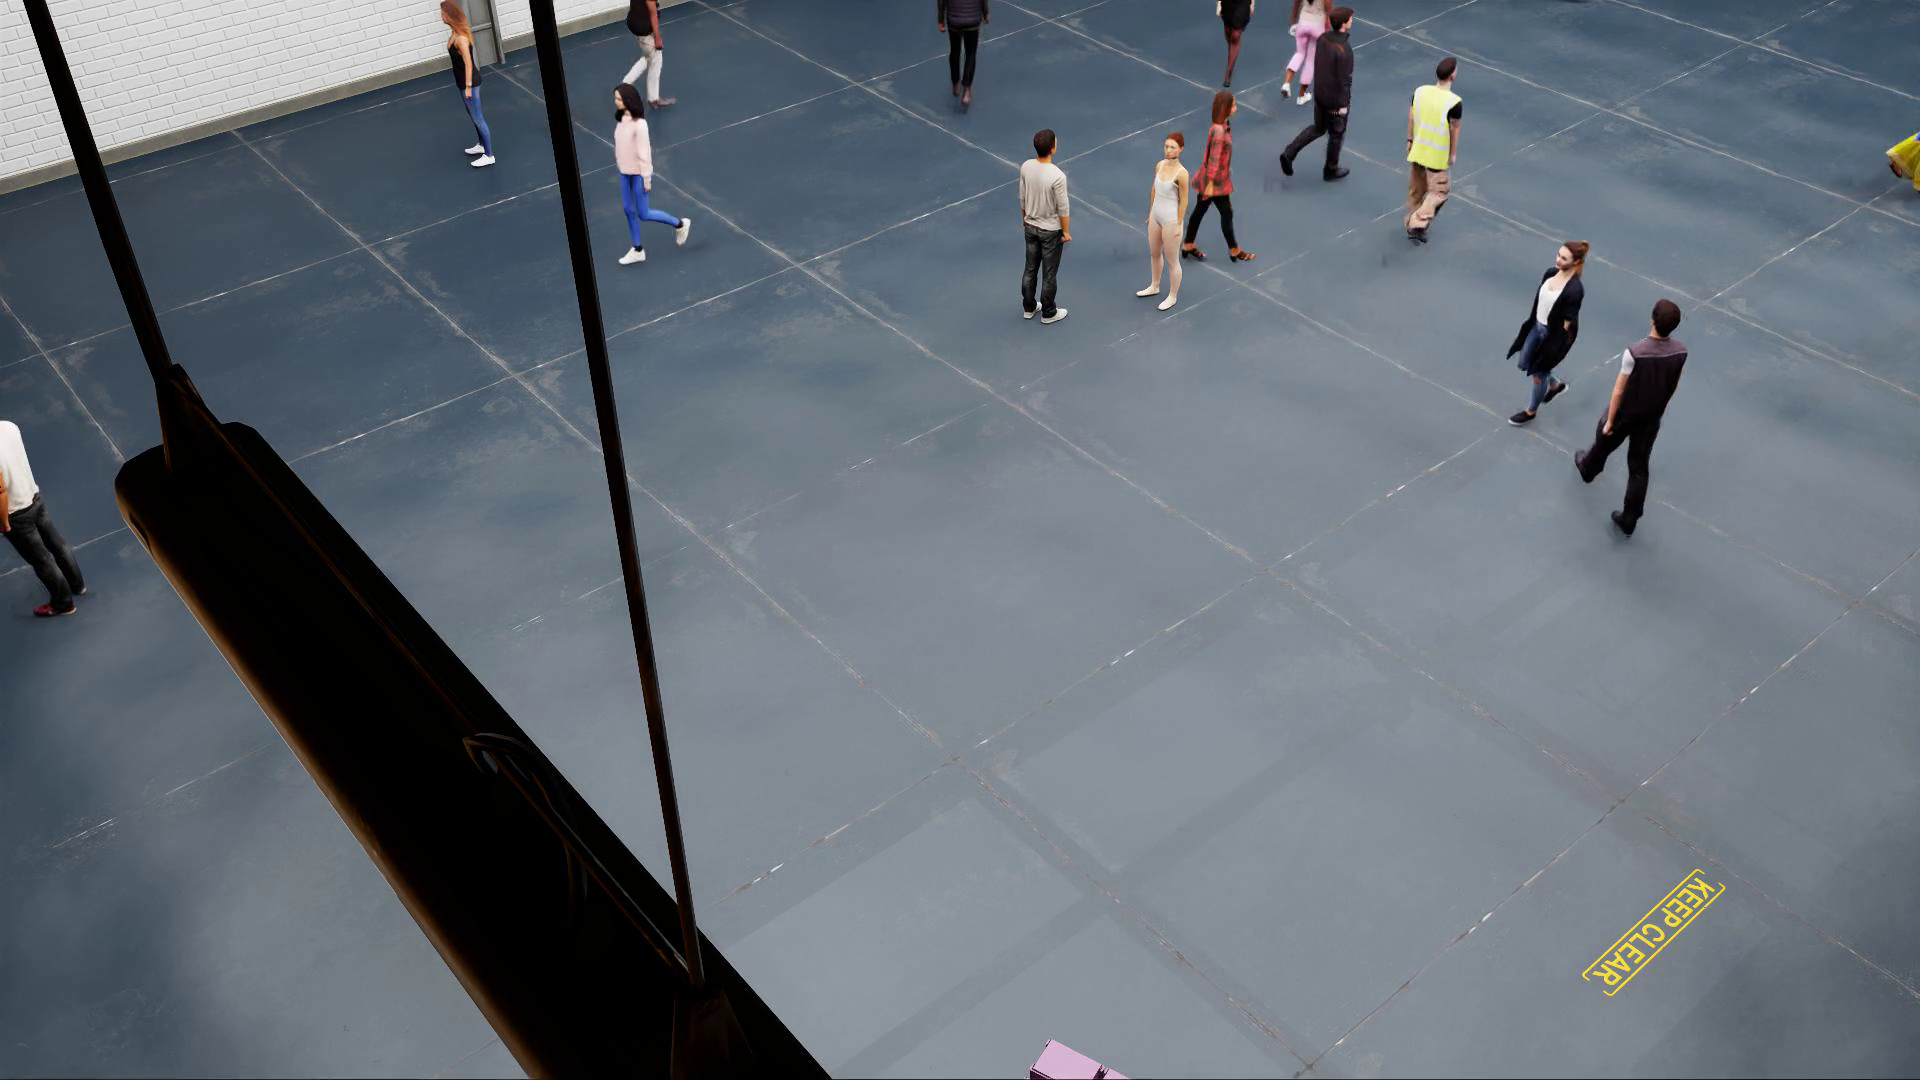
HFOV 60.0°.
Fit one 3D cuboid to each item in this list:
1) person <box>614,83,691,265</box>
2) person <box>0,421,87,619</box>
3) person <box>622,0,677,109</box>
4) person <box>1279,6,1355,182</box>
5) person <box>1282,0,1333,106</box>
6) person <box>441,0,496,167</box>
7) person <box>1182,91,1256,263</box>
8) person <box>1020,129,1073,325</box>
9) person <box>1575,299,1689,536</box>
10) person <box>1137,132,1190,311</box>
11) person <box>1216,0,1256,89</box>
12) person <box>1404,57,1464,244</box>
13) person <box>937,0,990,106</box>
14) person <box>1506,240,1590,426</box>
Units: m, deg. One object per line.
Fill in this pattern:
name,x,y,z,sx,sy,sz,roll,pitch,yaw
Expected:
person,-2.930,-3.407,15.460,0.999,1.751,0.722,-21,43,-25
person,-6.476,-0.253,11.468,0.744,1.804,0.713,-1,39,-1
person,-3.511,-5.518,18.083,0.914,1.777,0.778,-17,42,-20
person,3.648,-4.432,16.688,1.102,1.821,0.909,-14,41,-17
person,3.793,-5.559,18.174,0.648,1.728,0.792,27,46,30
person,-5.062,-4.716,17.123,0.605,1.721,0.648,-14,41,-17
person,2.275,-3.355,15.455,1.021,1.676,0.977,5,39,6
person,0.729,-2.745,14.582,0.696,1.812,0.630,25,45,28
person,5.014,-0.869,12.242,1.220,1.800,1.194,-2,39,-2
person,1.853,-2.860,14.862,0.473,1.642,0.558,-25,45,-28
person,3.128,-6.073,18.868,1.009,1.664,1.156,8,39,10
person,4.413,-3.632,15.671,0.757,1.838,0.718,-30,47,-32
person,0.046,-5.644,18.209,1.029,1.816,1.107,4,39,5
person,4.805,-1.663,13.337,0.889,1.675,0.788,-9,40,-11
